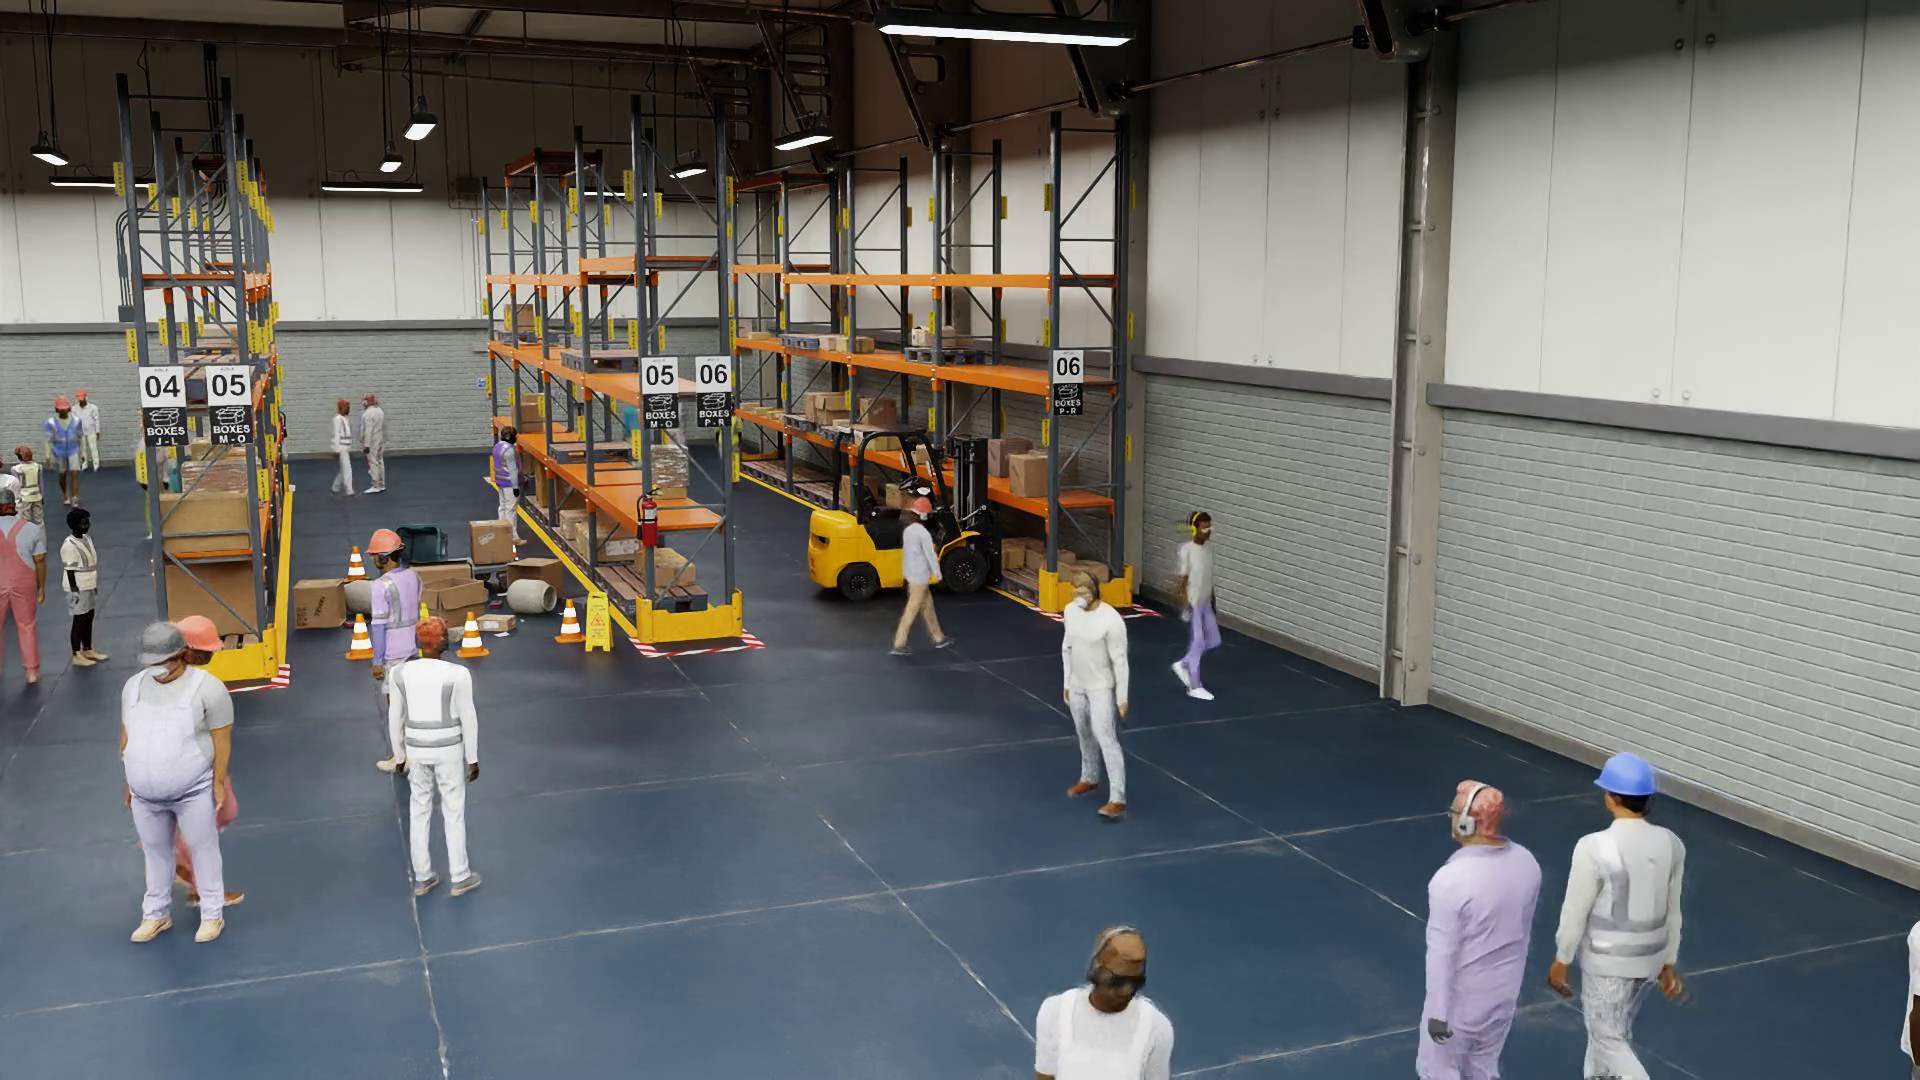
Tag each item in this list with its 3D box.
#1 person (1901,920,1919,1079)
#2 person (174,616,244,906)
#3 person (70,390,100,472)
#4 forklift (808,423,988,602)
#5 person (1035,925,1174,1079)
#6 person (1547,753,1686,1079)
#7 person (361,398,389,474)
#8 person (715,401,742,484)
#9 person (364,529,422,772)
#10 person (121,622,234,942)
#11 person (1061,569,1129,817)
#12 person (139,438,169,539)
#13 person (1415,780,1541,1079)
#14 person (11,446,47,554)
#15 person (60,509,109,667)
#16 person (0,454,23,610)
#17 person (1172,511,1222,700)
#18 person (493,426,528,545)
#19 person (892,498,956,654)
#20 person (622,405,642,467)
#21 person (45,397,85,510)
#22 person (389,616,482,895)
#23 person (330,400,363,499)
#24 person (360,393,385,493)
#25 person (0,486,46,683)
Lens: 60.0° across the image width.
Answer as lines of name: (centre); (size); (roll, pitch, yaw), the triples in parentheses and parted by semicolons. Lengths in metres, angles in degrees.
person: (4.018, 2.133, 6.759); (0.511, 1.872, 0.328); (-7, 11, -36)
person: (-4.987, 1.447, 10.812); (0.513, 1.957, 0.624); (-1, 9, -9)
person: (-18.400, -2.287, 34.985); (0.573, 1.741, 0.355); (-2, 9, -10)
forklift: (-0.830, -0.399, 21.676); (2.313, 2.155, 1.214); (-4, 10, -21)
person: (0.511, 2.268, 6.137); (0.531, 1.808, 0.835); (2, 9, 15)
person: (3.130, 1.955, 7.747); (0.598, 1.918, 0.883); (-4, 10, -25)
person: (-12.051, -2.122, 34.361); (0.801, 1.593, 0.526); (7, 11, 38)
person: (-4.561, -1.911, 32.797); (0.541, 1.680, 0.557); (-1, 9, -8)
person: (-4.737, 0.916, 13.924); (0.419, 2.034, 0.605); (2, 9, 14)
person: (-4.873, 1.488, 10.282); (0.676, 2.000, 0.536); (0, 9, 1)
person: (1.068, 1.154, 12.865); (0.510, 1.904, 0.776); (-7, 11, -37)
person: (-12.757, -0.967, 26.263); (0.378, 1.880, 0.694); (0, 9, 1)
person: (2.327, 2.015, 7.416); (0.646, 1.896, 0.541); (-6, 11, -31)
person: (-13.712, -0.567, 24.483); (0.307, 1.637, 0.525); (3, 10, 20)
person: (-9.301, 0.502, 17.602); (0.319, 1.688, 0.539); (-1, 9, -7)
person: (-11.894, -0.141, 20.519); (0.608, 2.046, 0.367); (-2, 9, -15)
person: (2.333, 0.627, 16.286); (0.458, 1.855, 0.561); (8, 12, 40)
person: (-6.916, -0.835, 25.549); (0.429, 1.838, 0.622); (-7, 11, -37)
person: (-0.403, 0.391, 18.231); (0.831, 1.707, 0.570); (-3, 10, -20)
person: (-6.713, -2.195, 34.395); (0.582, 1.735, 0.415); (-4, 10, -26)
person: (-15.950, -1.563, 29.643); (0.625, 1.999, 1.039); (-6, 11, -33)
person: (-3.494, 1.437, 11.092); (0.585, 1.882, 0.337); (1, 9, 5)
person: (-11.478, -1.680, 30.917); (0.639, 1.836, 0.652); (-1, 9, -5)
person: (-11.218, -1.846, 31.707); (0.403, 1.904, 0.637); (1, 9, 3)
person: (-9.628, 0.448, 16.826); (0.686, 2.000, 0.535); (-6, 11, -35)
